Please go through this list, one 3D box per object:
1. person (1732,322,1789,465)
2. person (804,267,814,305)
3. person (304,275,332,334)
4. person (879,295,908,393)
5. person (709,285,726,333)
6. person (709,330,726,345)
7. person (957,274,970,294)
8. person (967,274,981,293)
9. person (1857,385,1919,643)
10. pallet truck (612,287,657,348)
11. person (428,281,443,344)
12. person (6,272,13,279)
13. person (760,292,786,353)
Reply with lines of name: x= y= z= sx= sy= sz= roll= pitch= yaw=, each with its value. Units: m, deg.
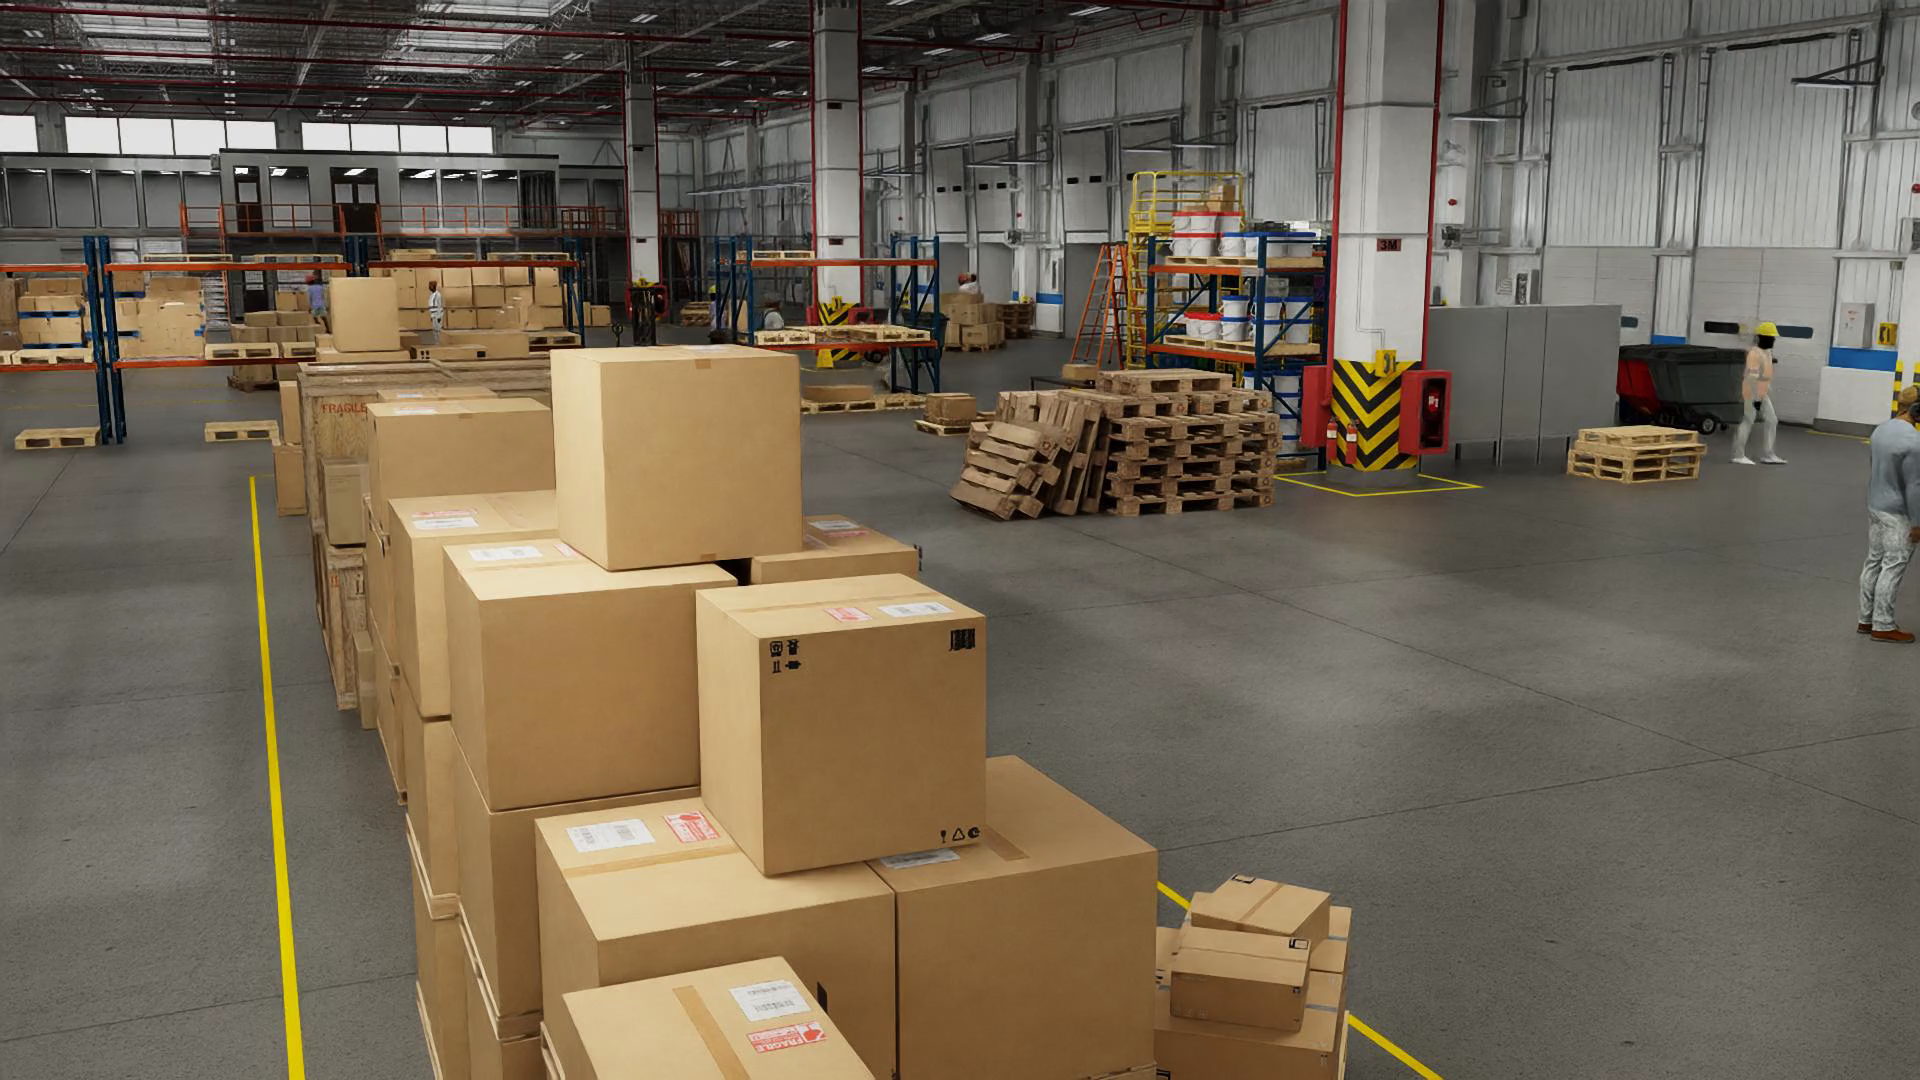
person: x=10.648 y=-1.917 z=21.950 sx=0.607 sy=1.897 sz=0.796 roll=-10 pitch=14 yaw=-43
person: x=-6.280 y=-10.682 z=70.556 sx=0.633 sy=1.809 sz=0.511 roll=-1 pitch=10 yaw=-3
person: x=-19.517 y=-7.100 z=50.566 sx=0.695 sy=1.887 sz=0.618 roll=7 pitch=12 yaw=32
person: x=-1.246 y=-3.783 z=32.180 sx=0.476 sy=1.917 sz=0.660 roll=-1 pitch=10 yaw=-5
person: x=-5.551 y=-4.835 z=37.957 sx=0.371 sy=1.929 sz=0.584 roll=3 pitch=11 yaw=16
person: x=-3.125 y=-1.886 z=22.037 sx=0.623 sy=1.812 sz=0.852 roll=3 pitch=11 yaw=18
person: x=0.077 y=-6.842 z=49.005 sx=1.014 sy=1.943 sz=0.612 roll=4 pitch=11 yaw=20
person: x=0.444 y=-7.647 z=53.631 sx=0.526 sy=1.865 sz=0.315 roll=-5 pitch=11 yaw=-24
person: x=6.970 y=-0.190 z=12.374 sx=0.387 sy=1.929 sz=0.635 roll=0 pitch=10 yaw=1
pallet truck: x=-6.464 y=-4.406 z=35.401 sx=0.823 sy=1.965 sz=1.885 roll=6 pitch=12 yaw=32
person: x=-14.039 y=-6.007 z=44.579 sx=0.353 sy=1.877 sz=0.573 roll=-8 pitch=13 yaw=-38
person: x=-32.637 y=-8.329 z=57.243 sx=0.597 sy=1.918 sz=0.382 roll=-4 pitch=11 yaw=-21
person: x=-3.594 y=-3.706 z=31.425 sx=0.906 sy=2.000 sz=0.692 roll=-5 pitch=11 yaw=-25
